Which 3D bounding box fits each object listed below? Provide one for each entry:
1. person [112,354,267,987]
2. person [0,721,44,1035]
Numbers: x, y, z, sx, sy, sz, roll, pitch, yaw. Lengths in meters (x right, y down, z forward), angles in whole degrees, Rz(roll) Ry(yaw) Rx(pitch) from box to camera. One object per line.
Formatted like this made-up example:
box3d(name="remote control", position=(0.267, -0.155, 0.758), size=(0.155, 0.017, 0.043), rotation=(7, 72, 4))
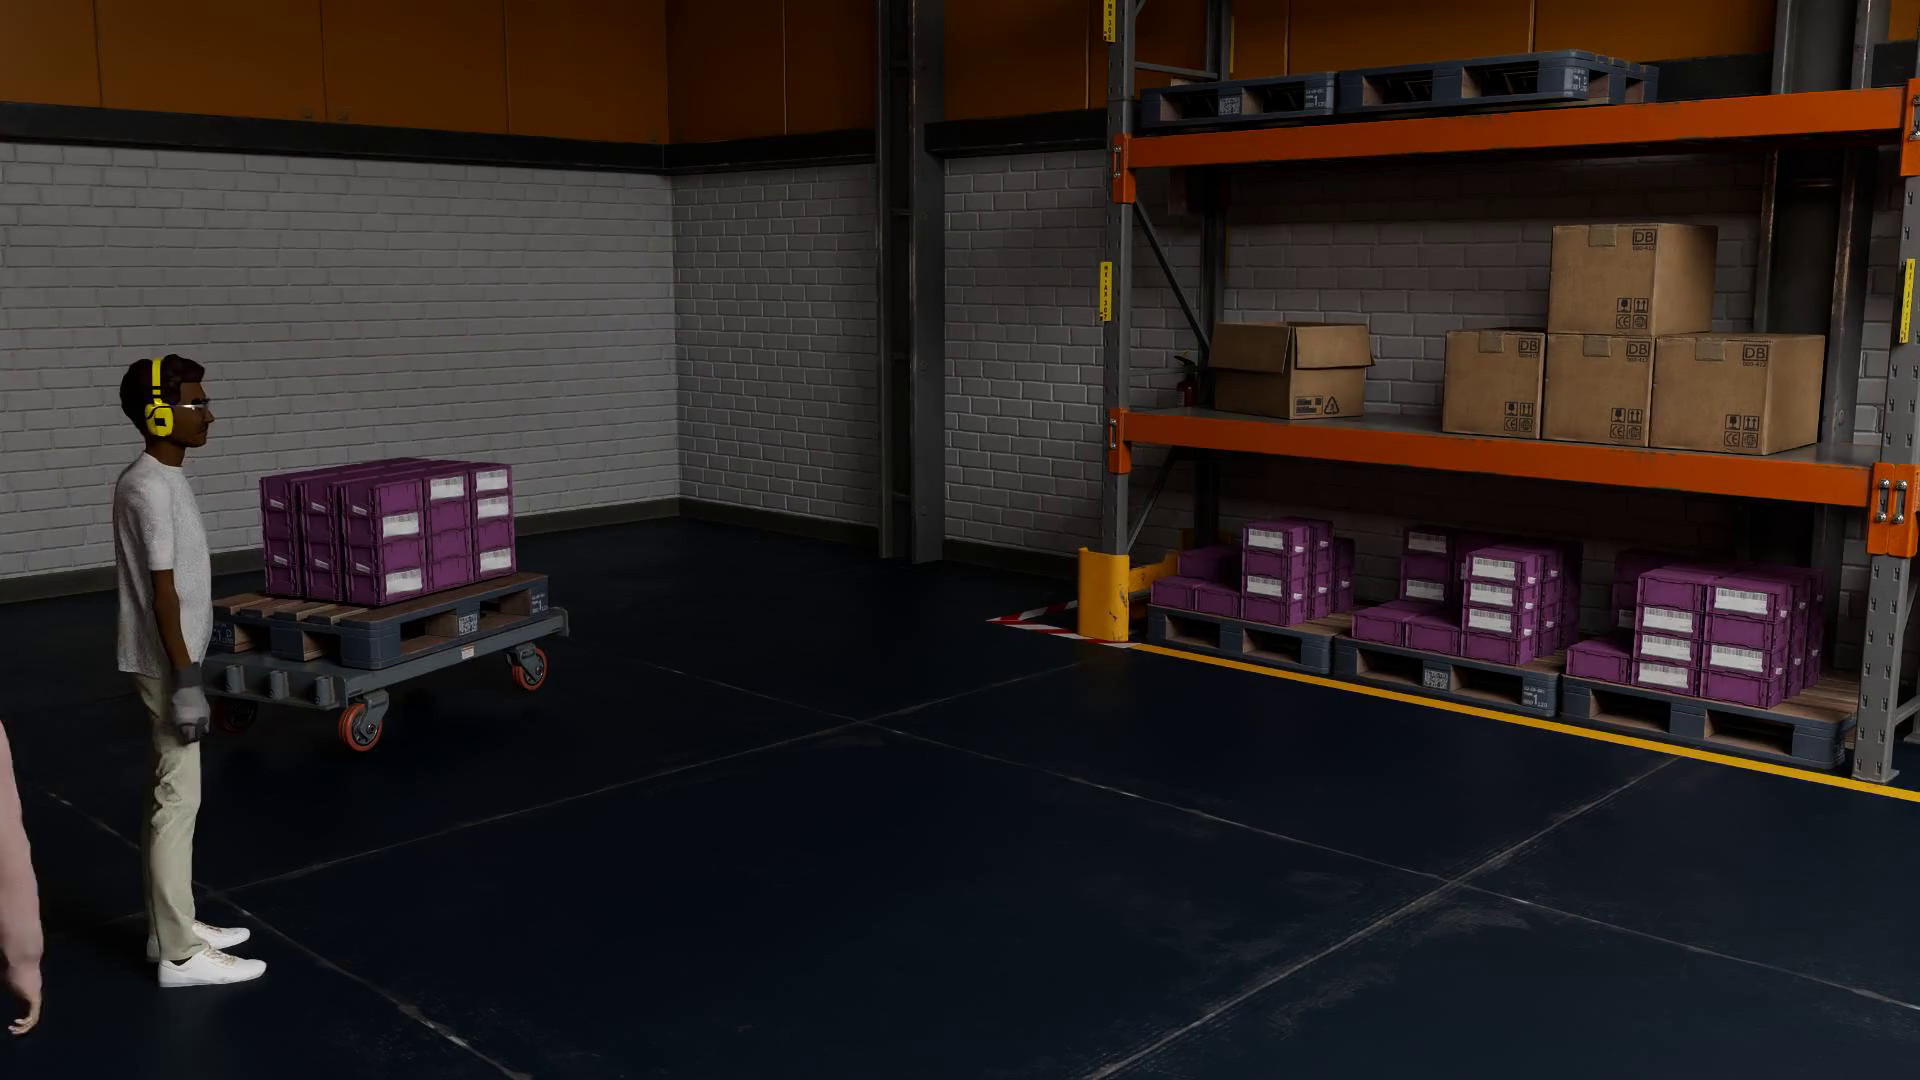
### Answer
box3d(name="person", position=(-2.330, 0.386, 4.969), size=(0.335, 1.873, 0.521), rotation=(-5, 10, -27))
box3d(name="person", position=(-1.880, 0.806, 2.863), size=(0.538, 1.715, 0.926), rotation=(-6, 11, -31))
